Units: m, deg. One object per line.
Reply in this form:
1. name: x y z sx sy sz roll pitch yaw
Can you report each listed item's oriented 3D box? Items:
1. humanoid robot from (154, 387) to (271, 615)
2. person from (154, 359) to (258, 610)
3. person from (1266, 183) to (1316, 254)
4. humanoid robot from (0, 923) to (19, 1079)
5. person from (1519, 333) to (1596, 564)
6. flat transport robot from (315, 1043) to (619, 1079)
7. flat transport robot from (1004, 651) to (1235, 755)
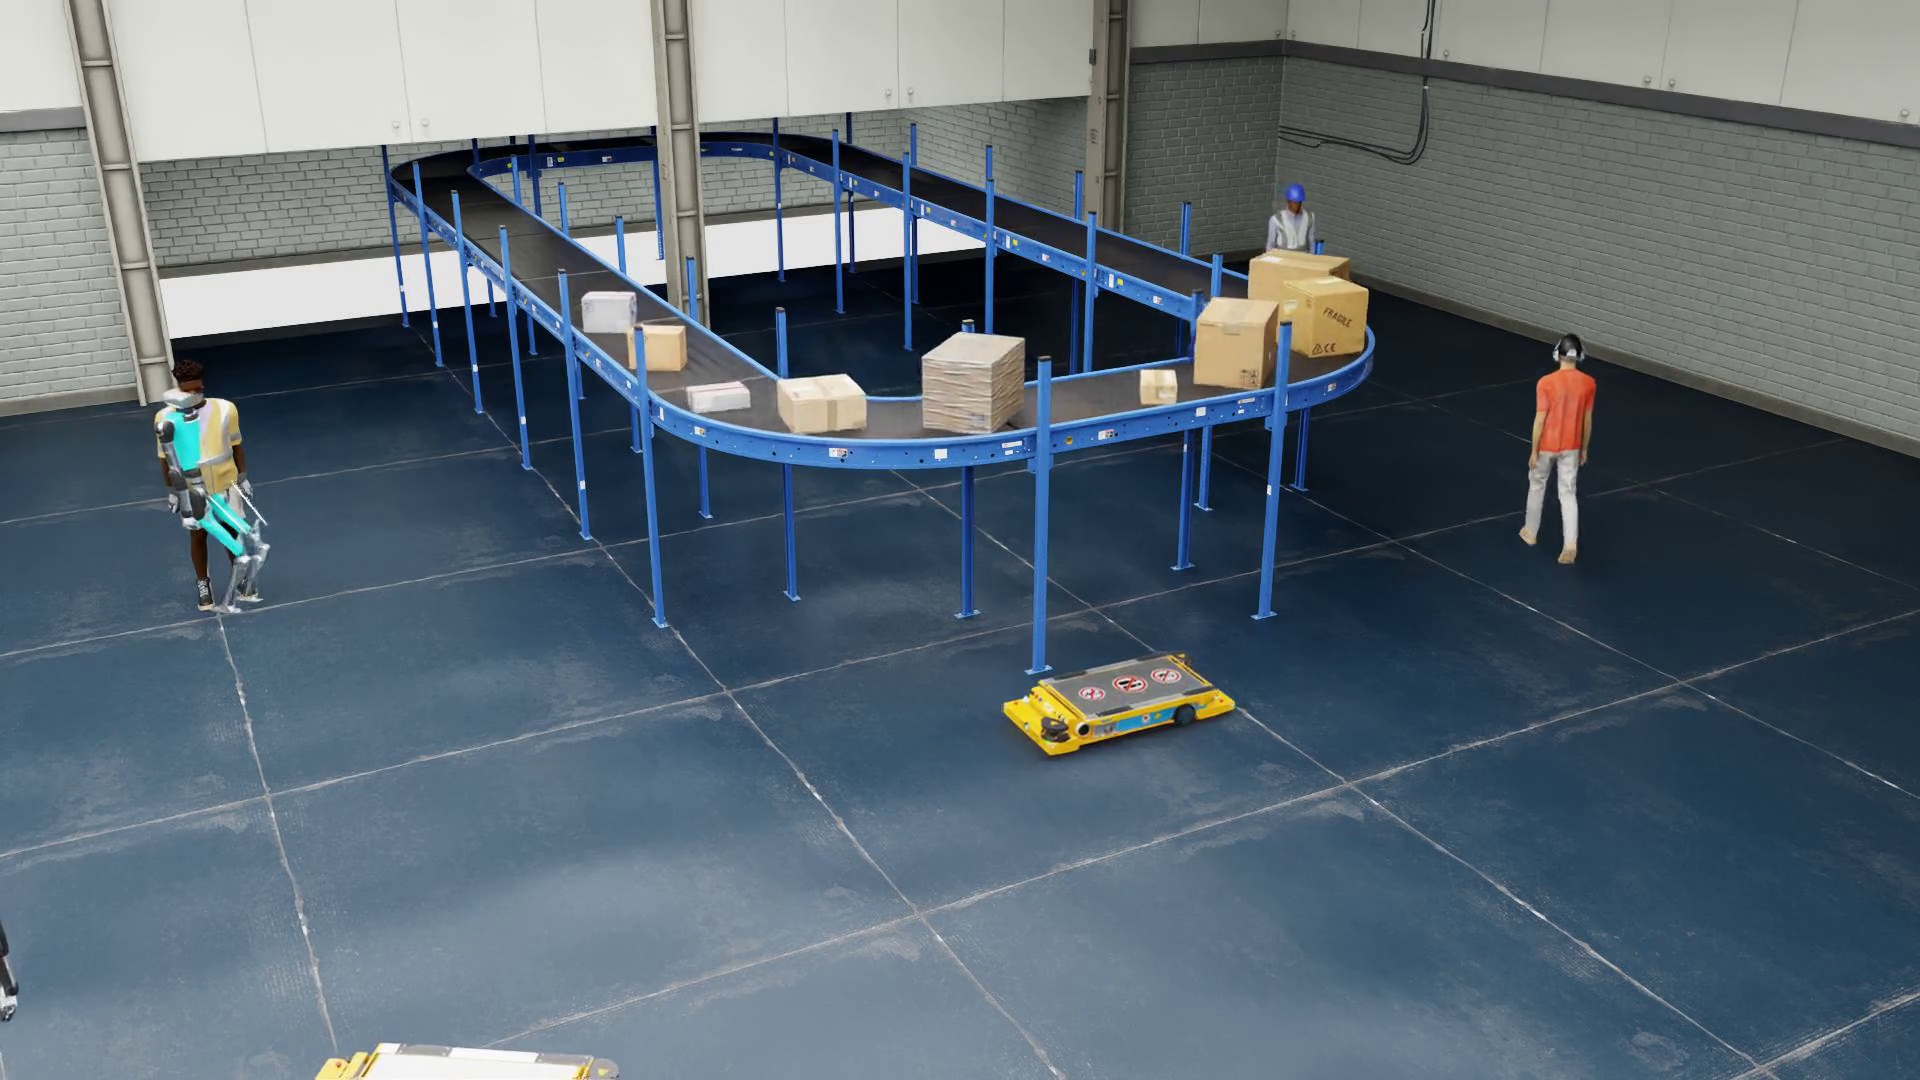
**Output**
1. humanoid robot: -5.570 -0.285 12.592 0.695 1.765 0.530 5 23 13
2. person: -5.736 -0.434 12.689 0.611 1.963 0.362 -15 27 -33
3. person: 3.906 -3.309 19.838 0.632 1.929 0.591 -7 23 -16
4. humanoid robot: -4.374 1.924 7.181 0.547 1.785 0.860 -13 25 -29
5. person: 4.906 -0.746 13.580 0.487 1.884 0.891 1 22 2
6. flat transport robot: -2.295 2.588 7.478 1.431 0.231 0.659 2 22 5
7. flat transport robot: 1.075 1.086 11.192 1.431 0.231 0.659 -10 24 -24
